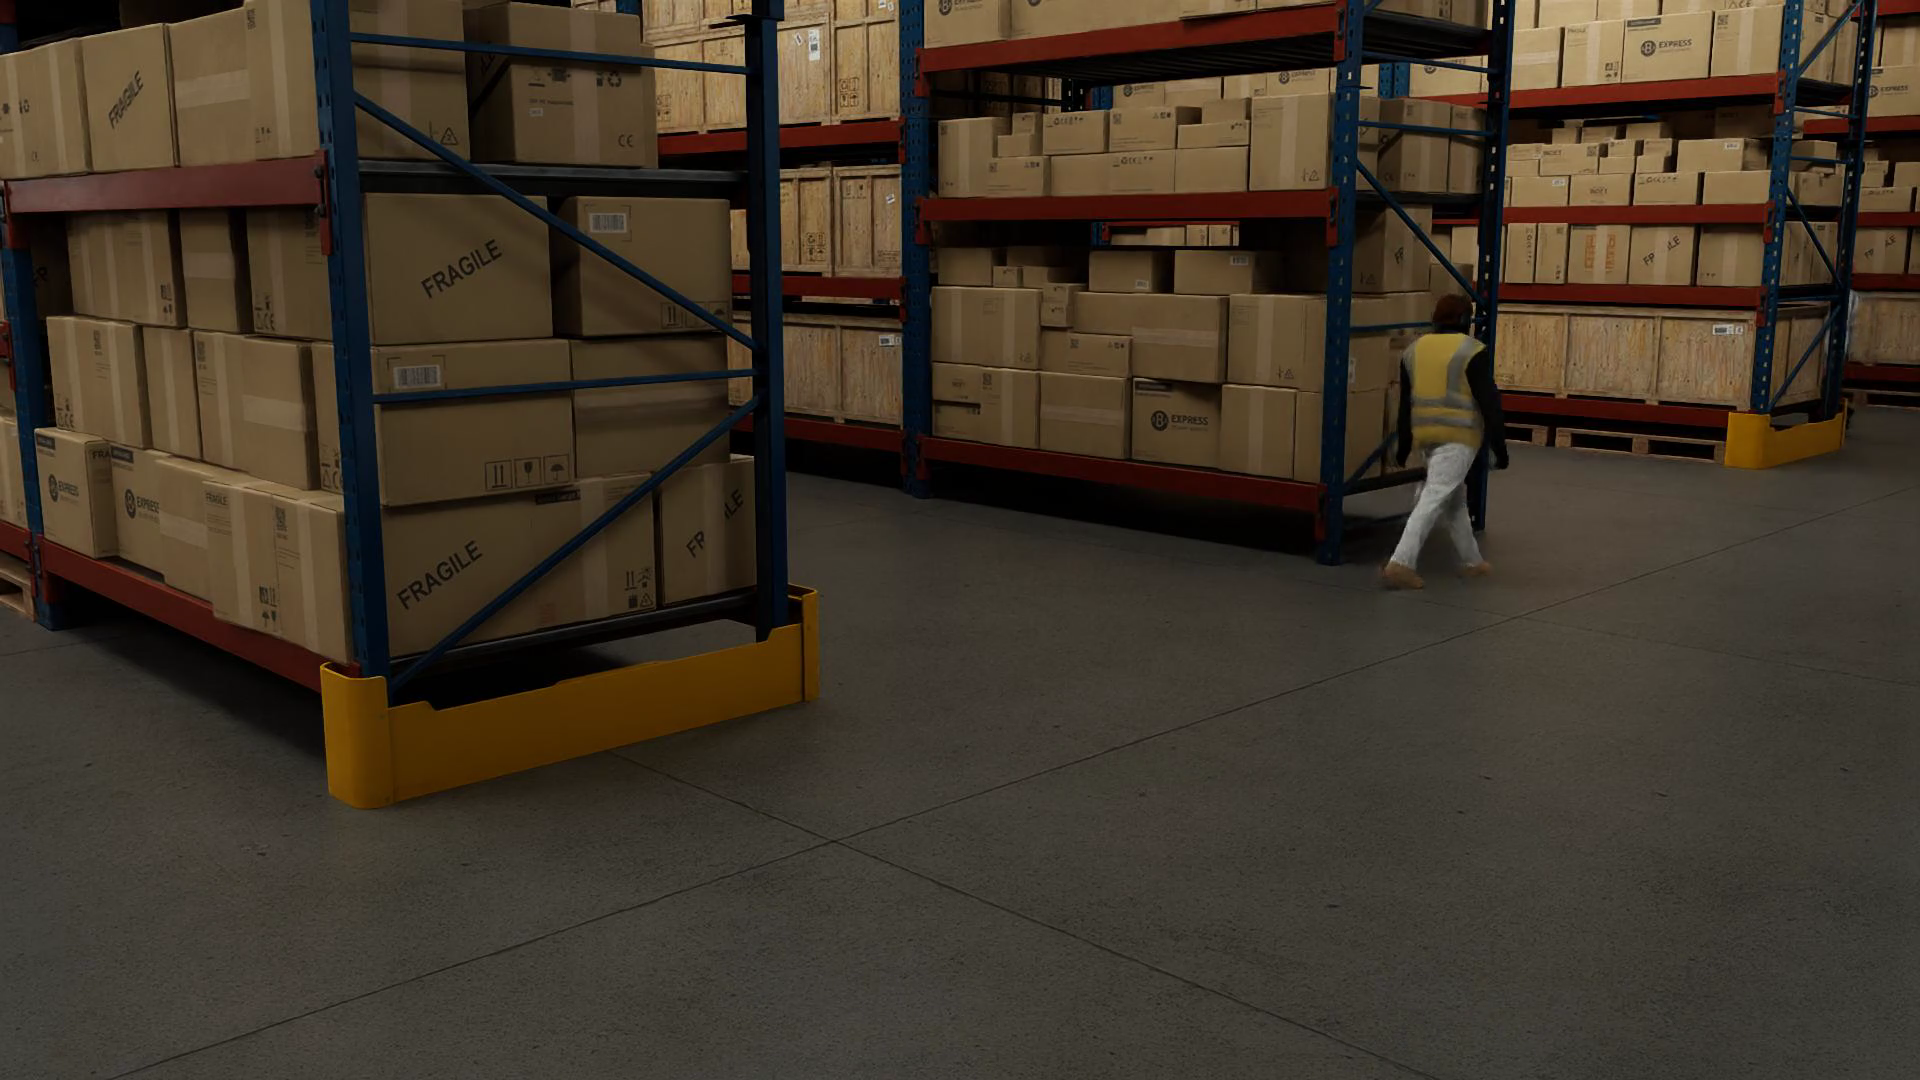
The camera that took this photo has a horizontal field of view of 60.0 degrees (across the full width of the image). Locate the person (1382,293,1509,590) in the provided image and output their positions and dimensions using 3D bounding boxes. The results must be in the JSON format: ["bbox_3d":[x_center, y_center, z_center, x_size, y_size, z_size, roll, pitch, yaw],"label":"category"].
[{"bbox_3d":[2.950,-0.599,10.137,0.969,1.790,0.706,-7,12,-32],"label":"person"}]

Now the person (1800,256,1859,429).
[{"bbox_3d":[9.352,-2.075,17.813,0.549,1.917,0.748,-3,11,-14],"label":"person"}]
